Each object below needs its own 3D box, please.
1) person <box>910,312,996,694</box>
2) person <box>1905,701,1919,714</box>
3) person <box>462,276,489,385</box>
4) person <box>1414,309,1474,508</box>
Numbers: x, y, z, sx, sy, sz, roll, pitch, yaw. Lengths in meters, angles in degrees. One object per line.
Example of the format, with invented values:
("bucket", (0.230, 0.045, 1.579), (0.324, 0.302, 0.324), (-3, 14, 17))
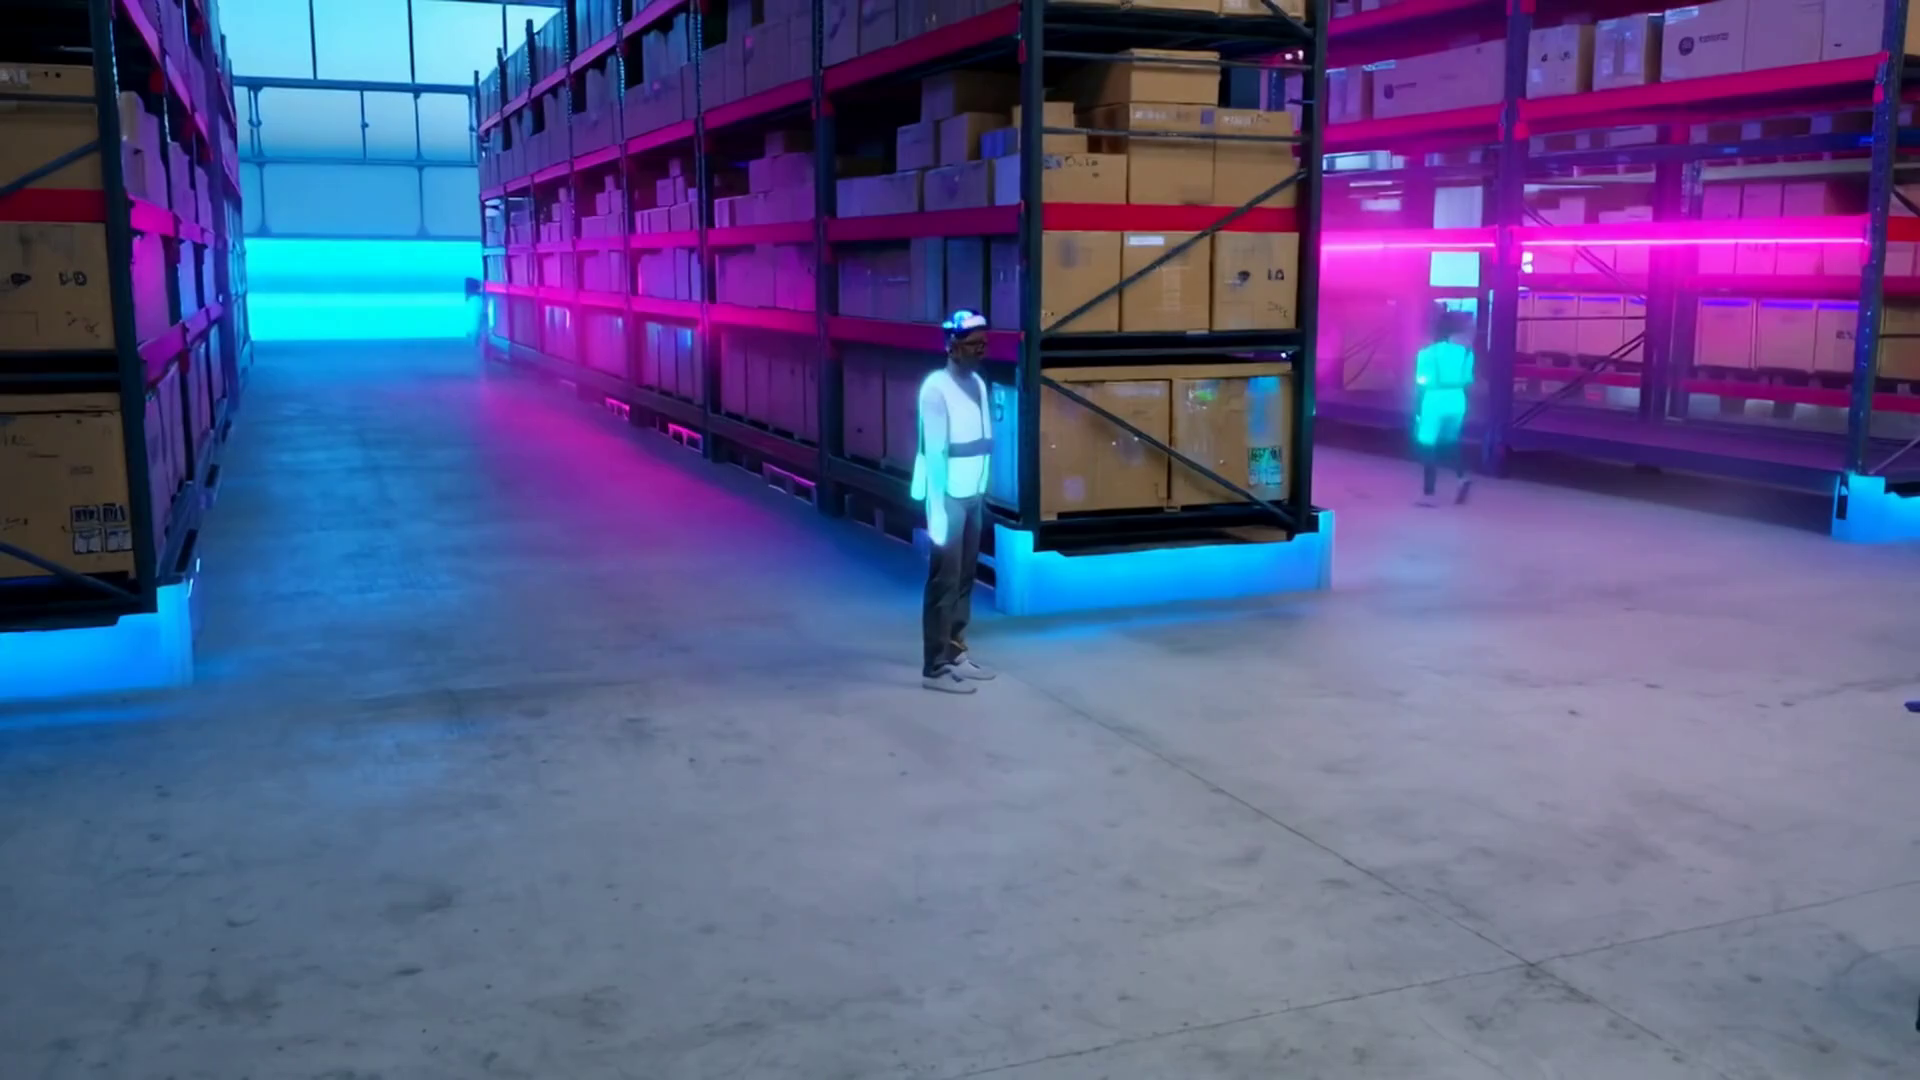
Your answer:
("person", (-0.038, -0.181, 8.078), (0.383, 1.837, 0.563), (4, 10, 22))
("person", (4.633, -0.128, 7.579), (0.642, 1.900, 0.400), (-9, 13, -43))
("person", (-8.232, -3.555, 28.262), (0.430, 1.845, 0.620), (-1, 10, -6))
("person", (4.051, -1.091, 13.938), (0.548, 1.685, 0.451), (-3, 10, -16))
